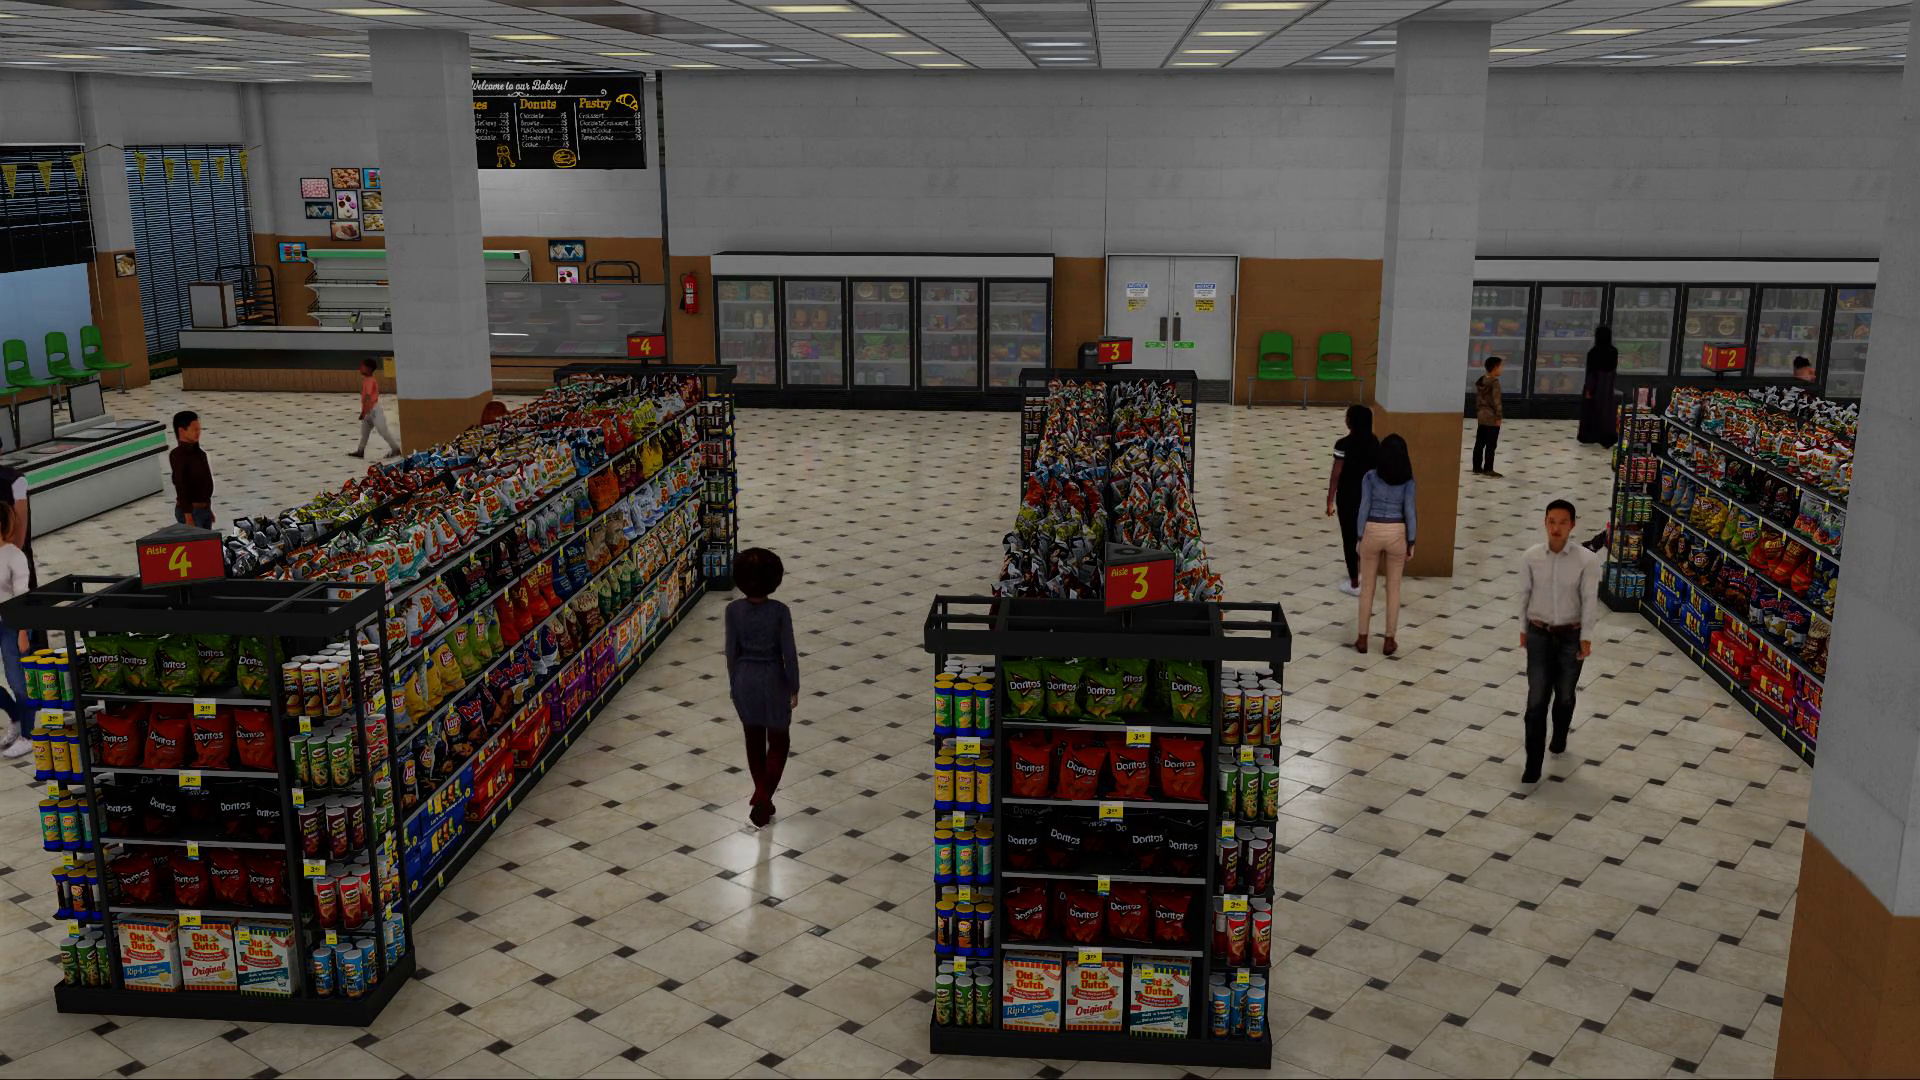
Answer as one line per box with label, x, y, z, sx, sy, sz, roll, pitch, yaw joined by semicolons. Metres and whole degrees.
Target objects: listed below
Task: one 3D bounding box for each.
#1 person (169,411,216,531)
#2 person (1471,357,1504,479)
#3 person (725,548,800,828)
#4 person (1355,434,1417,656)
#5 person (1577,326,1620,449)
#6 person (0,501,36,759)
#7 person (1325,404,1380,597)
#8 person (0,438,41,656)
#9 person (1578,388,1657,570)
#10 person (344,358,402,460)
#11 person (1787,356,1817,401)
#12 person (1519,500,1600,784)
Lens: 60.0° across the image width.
person;-6.541;-0.222;14.183;0.727;1.779;0.501;-1;14;-2
person;6.384;-1.488;20.097;0.724;1.454;0.631;-5;14;-19
person;-1.178;0.911;9.695;0.586;1.693;0.902;2;14;7
person;3.353;0.034;13.145;0.633;1.772;0.585;3;14;13
person;8.478;-2.007;21.939;0.652;1.594;1.055;0;14;-2
person;-6.272;0.575;11.033;0.688;1.716;0.697;5;14;19
person;3.559;-0.337;14.785;0.765;1.721;0.795;-6;15;-24
person;-7.394;0.053;12.978;0.746;1.813;1.090;-1;14;-4
person;6.132;-0.509;15.303;0.735;1.809;1.000;0;14;1
person;-7.372;-1.637;21.078;0.795;1.281;0.896;-5;15;-20
person;8.505;-0.956;17.116;1.124;1.825;1.281;-6;15;-25
person;3.867;0.627;10.705;0.970;1.770;1.292;7;15;27
